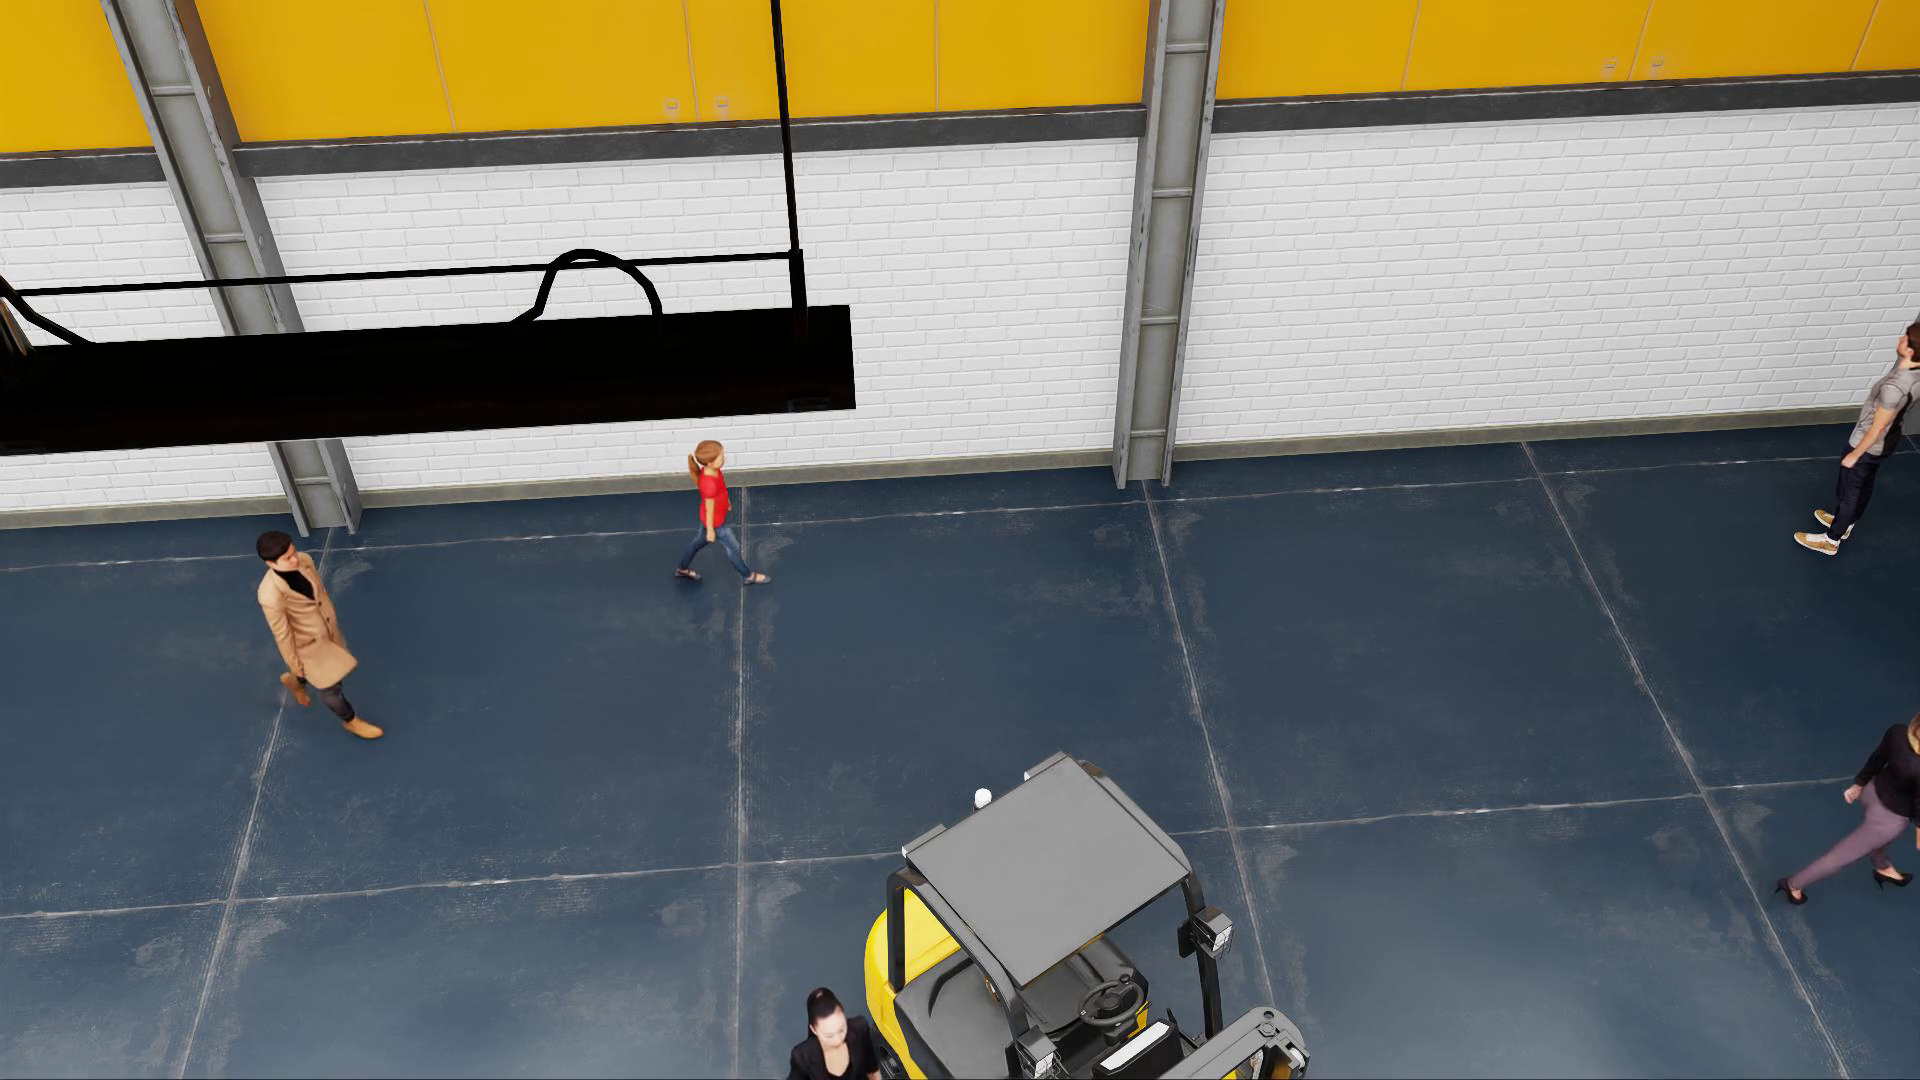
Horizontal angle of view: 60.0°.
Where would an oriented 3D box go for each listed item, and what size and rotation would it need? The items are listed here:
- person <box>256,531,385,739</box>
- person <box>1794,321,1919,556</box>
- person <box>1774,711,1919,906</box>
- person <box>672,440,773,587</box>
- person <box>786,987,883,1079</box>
[{"bbox_3d":[-4.051,0.577,10.221,1.038,1.707,0.851,11,45,11],"label":"person"},{"bbox_3d":[6.274,-0.691,11.416,0.700,1.894,0.795,-32,52,-29],"label":"person"},{"bbox_3d":[5.030,1.544,9.261,1.068,1.631,0.694,2,44,2],"label":"person"},{"bbox_3d":[-1.743,-0.154,11.295,0.904,1.284,0.499,-5,44,-5],"label":"person"},{"bbox_3d":[-0.652,2.649,8.061,0.689,1.686,0.780,-24,49,-23],"label":"person"}]
